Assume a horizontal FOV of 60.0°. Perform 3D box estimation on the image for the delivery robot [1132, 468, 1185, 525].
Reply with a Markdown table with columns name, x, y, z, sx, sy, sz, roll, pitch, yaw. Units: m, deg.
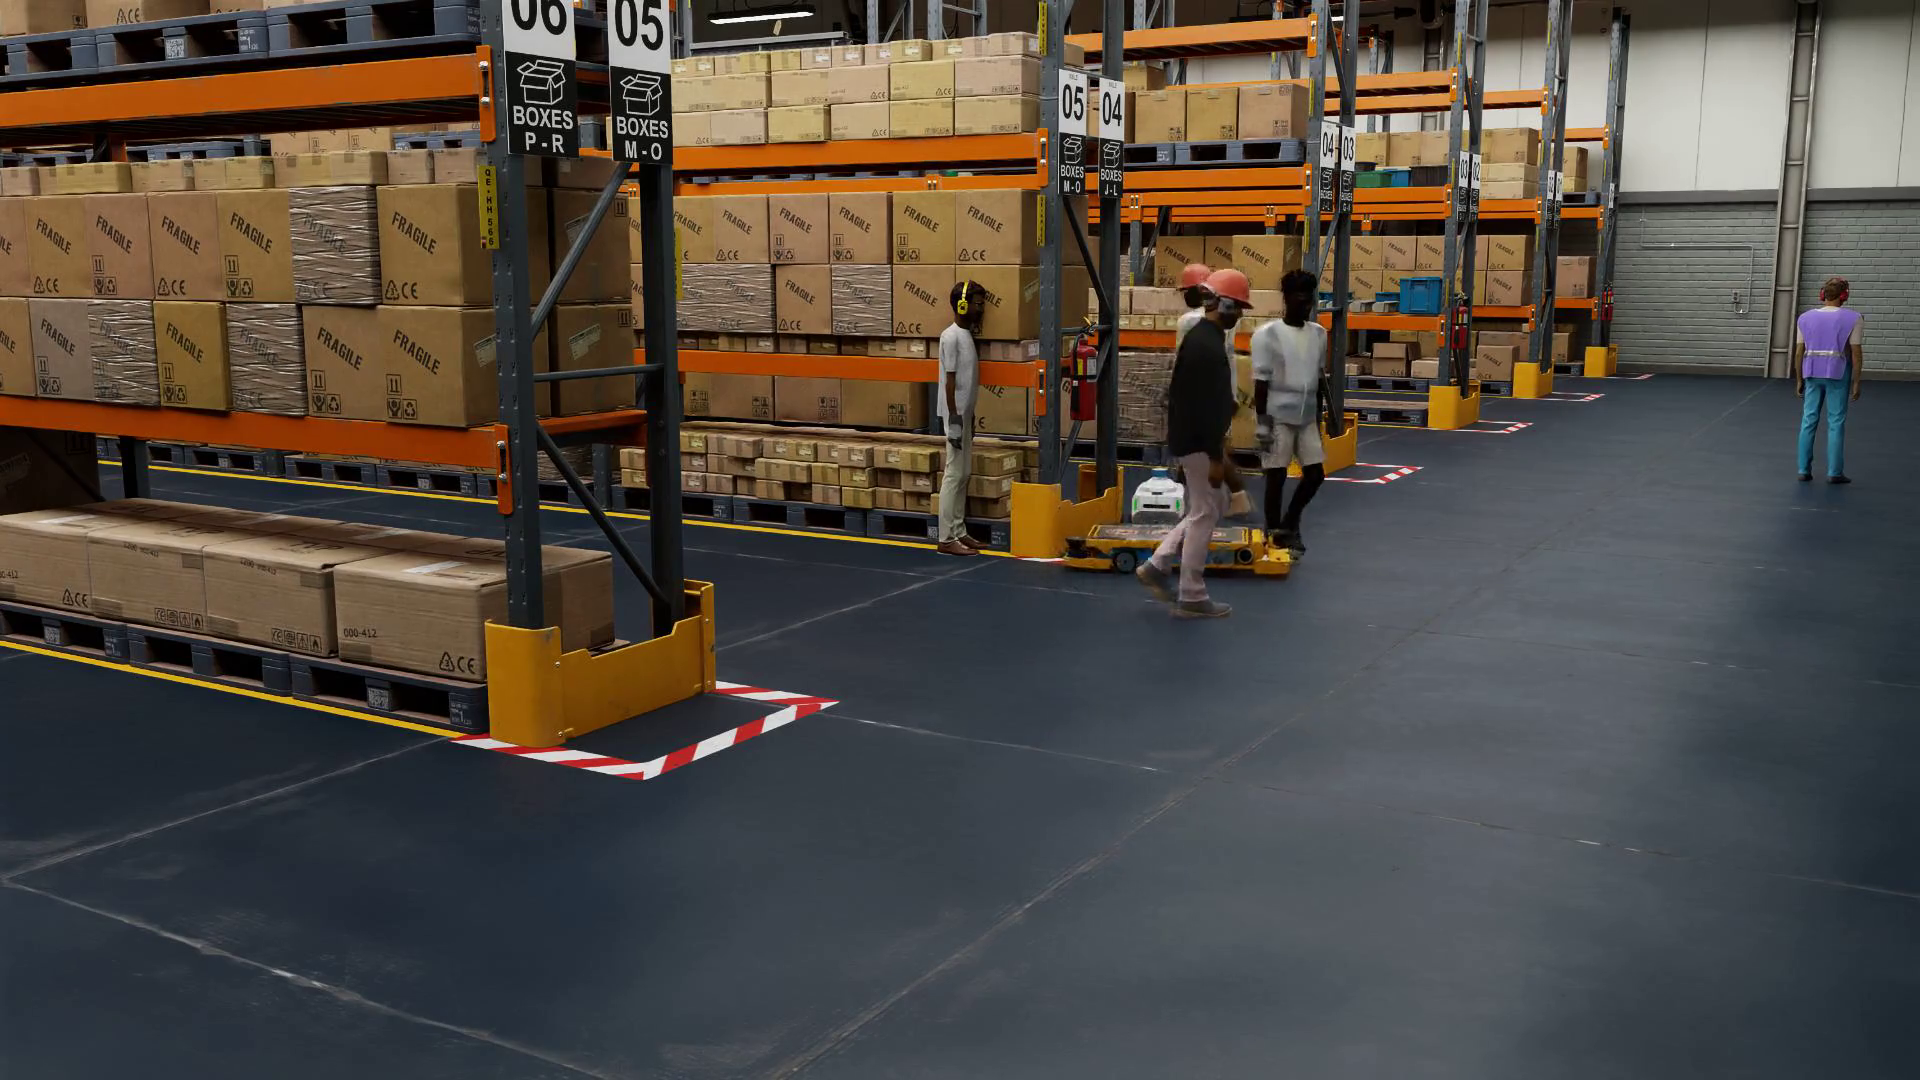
| name | x | y | z | sx | sy | sz | roll | pitch | yaw |
| --- | --- | --- | --- | --- | --- | --- | --- | --- | --- |
| delivery robot | 1.382 | -0.256 | 11.550 | 0.477 | 0.478 | 0.707 | 2 | 10 | 9 |

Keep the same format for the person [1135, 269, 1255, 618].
| name | x | y | z | sx | sy | sz | roll | pitch | yaw |
| --- | --- | --- | --- | --- | --- | --- | --- | --- | --- |
| person | 1.351 | -0.517 | 9.256 | 0.547 | 1.957 | 0.636 | 0 | 10 | 0 |

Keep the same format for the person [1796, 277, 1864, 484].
| name | x | y | z | sx | sy | sz | roll | pitch | yaw |
| --- | --- | --- | --- | --- | --- | --- | --- | --- | --- |
| person | 7.758 | -1.422 | 14.888 | 0.389 | 1.842 | 0.566 | -9 | 13 | -42 |

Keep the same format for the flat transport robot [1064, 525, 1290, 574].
| name | x | y | z | sx | sy | sz | roll | pitch | yaw |
| --- | --- | --- | --- | --- | --- | --- | --- | --- | --- |
| flat transport robot | 1.423 | 0.048 | 10.875 | 1.431 | 0.197 | 0.652 | 2 | 10 | 9 |

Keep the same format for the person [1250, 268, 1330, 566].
| name | x | y | z | sx | sy | sz | roll | pitch | yaw |
| --- | --- | --- | --- | --- | --- | --- | --- | --- | --- |
| person | 2.178 | -0.805 | 10.962 | 0.606 | 1.949 | 0.404 | -4 | 11 | -24 |

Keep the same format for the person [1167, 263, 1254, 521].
| name | x | y | z | sx | sy | sz | roll | pitch | yaw |
| --- | --- | --- | --- | --- | --- | --- | --- | --- | --- |
| person | 1.898 | -1.149 | 12.921 | 1.076 | 1.983 | 0.613 | 9 | 13 | 42 |

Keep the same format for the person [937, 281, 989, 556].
| name | x | y | z | sx | sy | sz | roll | pitch | yaw |
| --- | --- | --- | --- | --- | --- | --- | --- | --- | --- |
| person | 0.017 | -0.820 | 11.328 | 0.333 | 1.860 | 0.510 | 2 | 10 | 14 |
